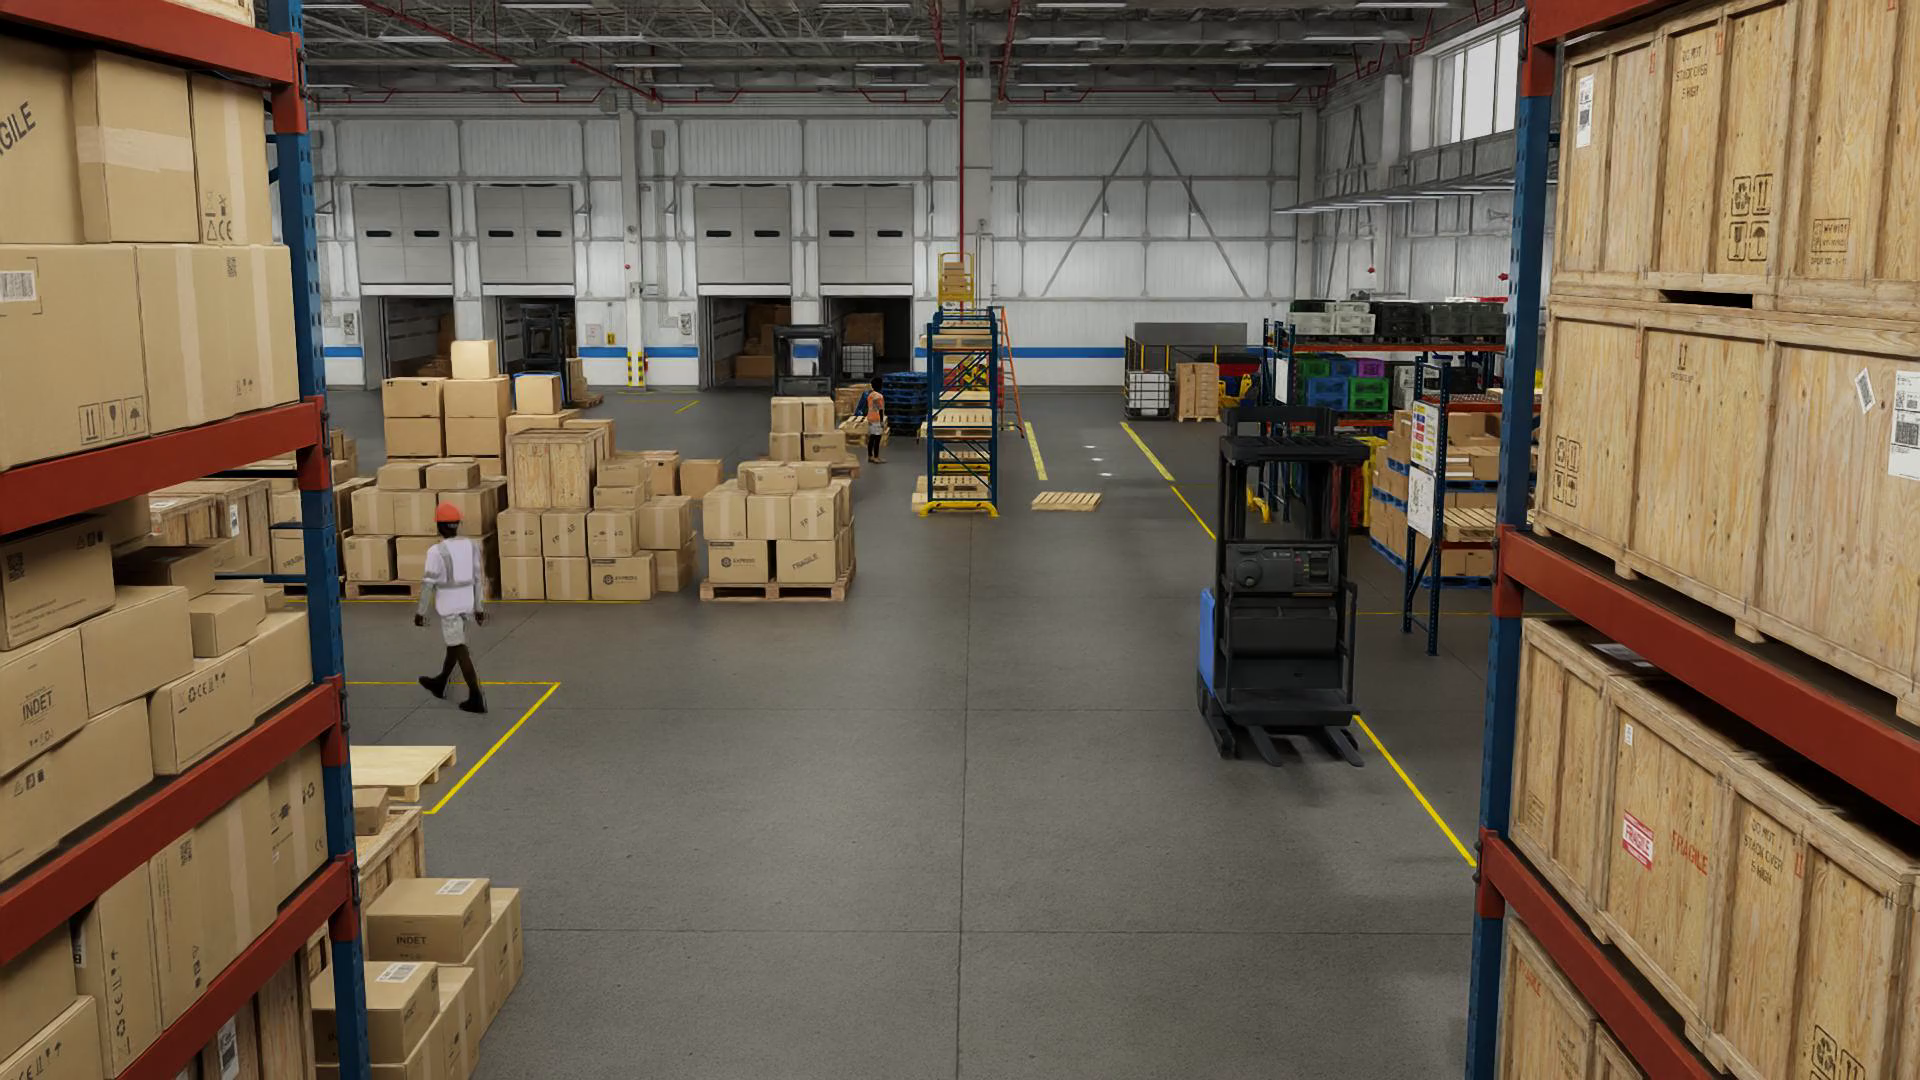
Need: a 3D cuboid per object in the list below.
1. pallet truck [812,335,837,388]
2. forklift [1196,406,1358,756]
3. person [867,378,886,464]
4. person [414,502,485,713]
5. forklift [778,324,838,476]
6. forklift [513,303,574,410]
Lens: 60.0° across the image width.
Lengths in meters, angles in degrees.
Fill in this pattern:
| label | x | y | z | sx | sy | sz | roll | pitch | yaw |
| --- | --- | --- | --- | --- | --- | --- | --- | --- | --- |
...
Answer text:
| label | x | y | z | sx | sy | sz | roll | pitch | yaw |
| --- | --- | --- | --- | --- | --- | --- | --- | --- | --- |
| pallet truck | -3.021 | -4.312 | 43.126 | 1.885 | 1.965 | 0.823 | 3 | 10 | 17 |
| forklift | 2.693 | 0.251 | 14.255 | 1.129 | 2.768 | 1.873 | 0 | 10 | 1 |
| person | -1.648 | -2.344 | 32.666 | 0.322 | 1.689 | 0.530 | -5 | 11 | -27 |
| person | -4.667 | 0.598 | 15.114 | 0.975 | 1.887 | 0.549 | 5 | 11 | 29 |
| forklift | -2.831 | -2.538 | 30.347 | 1.129 | 2.768 | 1.873 | -1 | 10 | -6 |
| forklift | -10.722 | -4.664 | 42.608 | 1.129 | 2.768 | 1.873 | 0 | 10 | 1 |
